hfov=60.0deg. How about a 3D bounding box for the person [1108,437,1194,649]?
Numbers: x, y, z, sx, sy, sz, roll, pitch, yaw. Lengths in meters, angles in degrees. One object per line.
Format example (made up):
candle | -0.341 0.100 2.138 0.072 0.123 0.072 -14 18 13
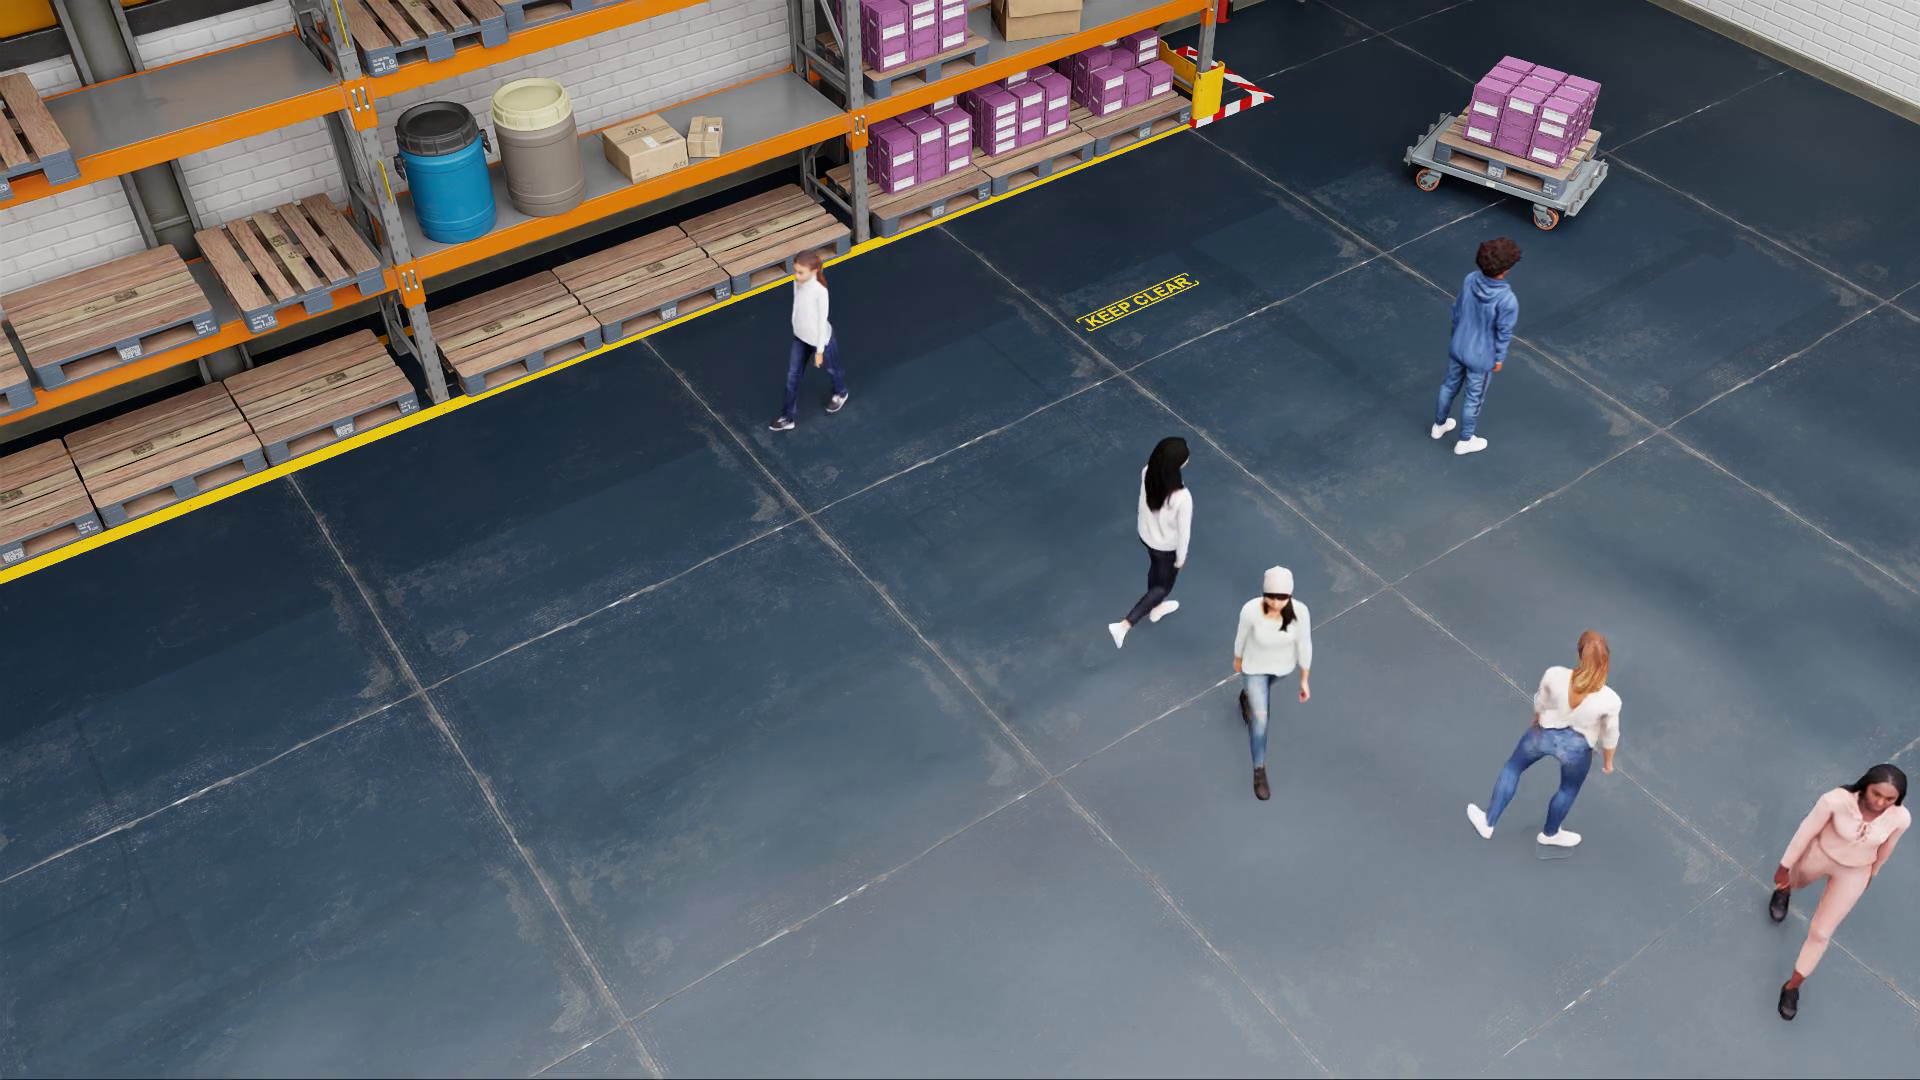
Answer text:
person | 1.255 0.032 10.888 0.944 1.682 0.630 -28 50 -26

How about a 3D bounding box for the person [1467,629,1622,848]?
person | 3.515 1.205 9.630 0.776 1.718 0.904 -27 50 -25

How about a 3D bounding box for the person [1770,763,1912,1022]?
person | 4.754 1.733 9.109 1.080 1.673 1.272 16 46 16

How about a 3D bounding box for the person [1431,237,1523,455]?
person | 3.829 -1.443 12.343 0.550 1.811 0.666 -25 49 -24

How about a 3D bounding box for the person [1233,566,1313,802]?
person | 1.882 0.718 10.231 1.145 1.594 1.029 -4 44 -4

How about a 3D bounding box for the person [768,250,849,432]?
person | -1.047 -1.571 12.689 0.756 1.519 1.093 27 50 25
